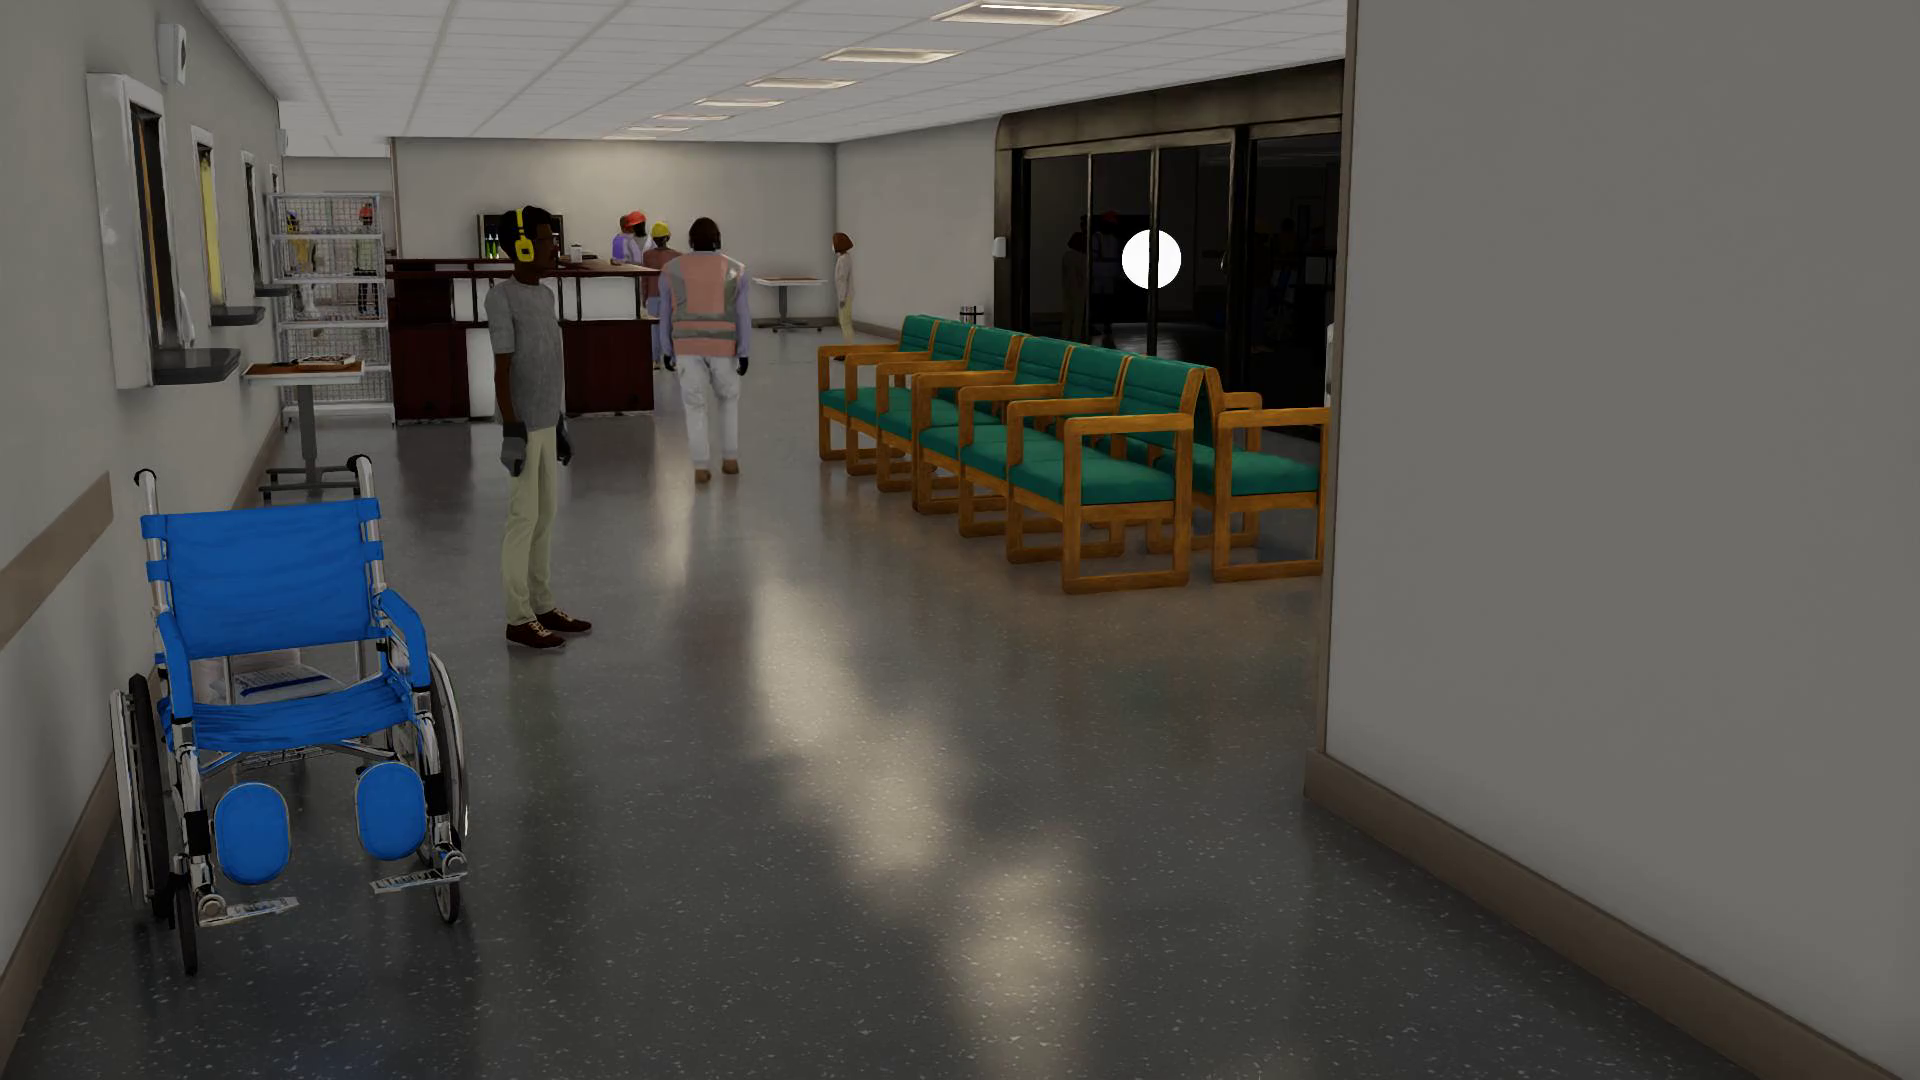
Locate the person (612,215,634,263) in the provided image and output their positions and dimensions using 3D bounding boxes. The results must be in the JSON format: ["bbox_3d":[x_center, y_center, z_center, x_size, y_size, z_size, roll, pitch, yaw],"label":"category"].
[{"bbox_3d":[-4.943,-3.872,24.614,0.374,1.843,0.573,-9,14,-39],"label":"person"}]

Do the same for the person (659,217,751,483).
[{"bbox_3d":[-1.781,-1.328,11.645,0.630,1.821,0.700,-2,11,-9],"label":"person"}]

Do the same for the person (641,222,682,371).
[{"bbox_3d":[-3.547,-2.892,19.803,0.523,1.767,0.313,2,11,11],"label":"person"}]

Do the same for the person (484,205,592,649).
[{"bbox_3d":[-1.817,-0.480,7.138,0.325,1.876,0.524,2,11,10],"label":"person"}]

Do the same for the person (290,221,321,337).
[{"bbox_3d":[-9.832,-3.872,24.710,0.619,1.815,0.751,-11,15,-43],"label":"person"}]

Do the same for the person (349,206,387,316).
[{"bbox_3d":[-9.839,-4.551,27.718,0.612,1.995,0.382,-10,15,-41],"label":"person"}]

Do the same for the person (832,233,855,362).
[{"bbox_3d":[-1.482,-3.091,21.186,0.285,1.627,0.504,0,11,1],"label":"person"}]

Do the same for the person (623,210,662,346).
[{"bbox_3d":[-4.471,-3.696,23.553,0.605,1.917,0.432,0,11,-2],"label":"person"}]
